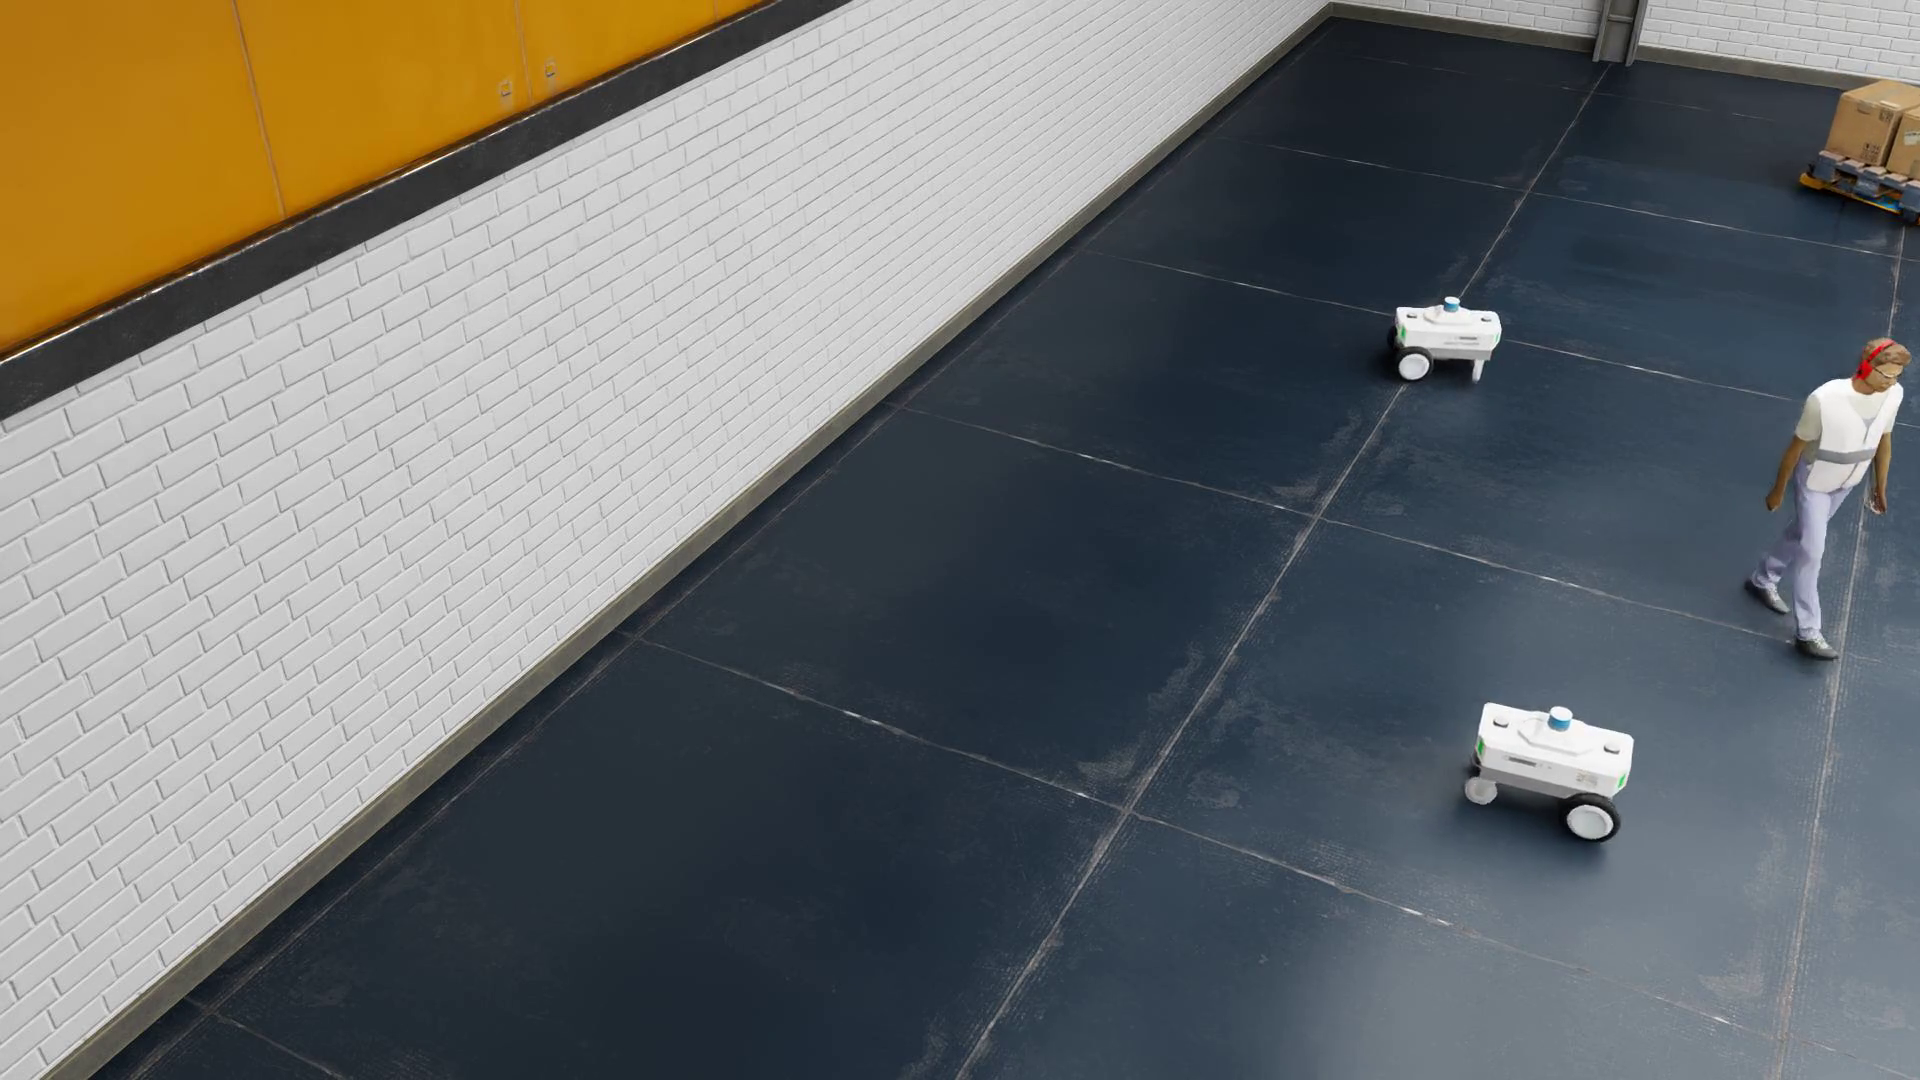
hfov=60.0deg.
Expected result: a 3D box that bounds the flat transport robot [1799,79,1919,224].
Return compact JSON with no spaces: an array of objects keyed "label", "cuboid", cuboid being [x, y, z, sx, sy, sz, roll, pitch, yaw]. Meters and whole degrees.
[{"label":"flat transport robot","cuboid":[8.174,-3.039,14.498,0.659,0.231,1.431,-21,39,-28]}]

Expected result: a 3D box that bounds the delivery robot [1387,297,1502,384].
[{"label":"delivery robot","cuboid":[3.428,-1.438,11.877,0.784,0.612,0.500,3,34,5]}]

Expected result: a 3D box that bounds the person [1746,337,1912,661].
[{"label":"person","cuboid":[4.752,-0.236,8.950,0.579,1.799,0.910,-12,36,-17]}]

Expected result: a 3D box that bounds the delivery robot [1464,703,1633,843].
[{"label":"delivery robot","cuboid":[2.898,1.083,8.117,0.794,0.603,0.499,13,36,18]}]
